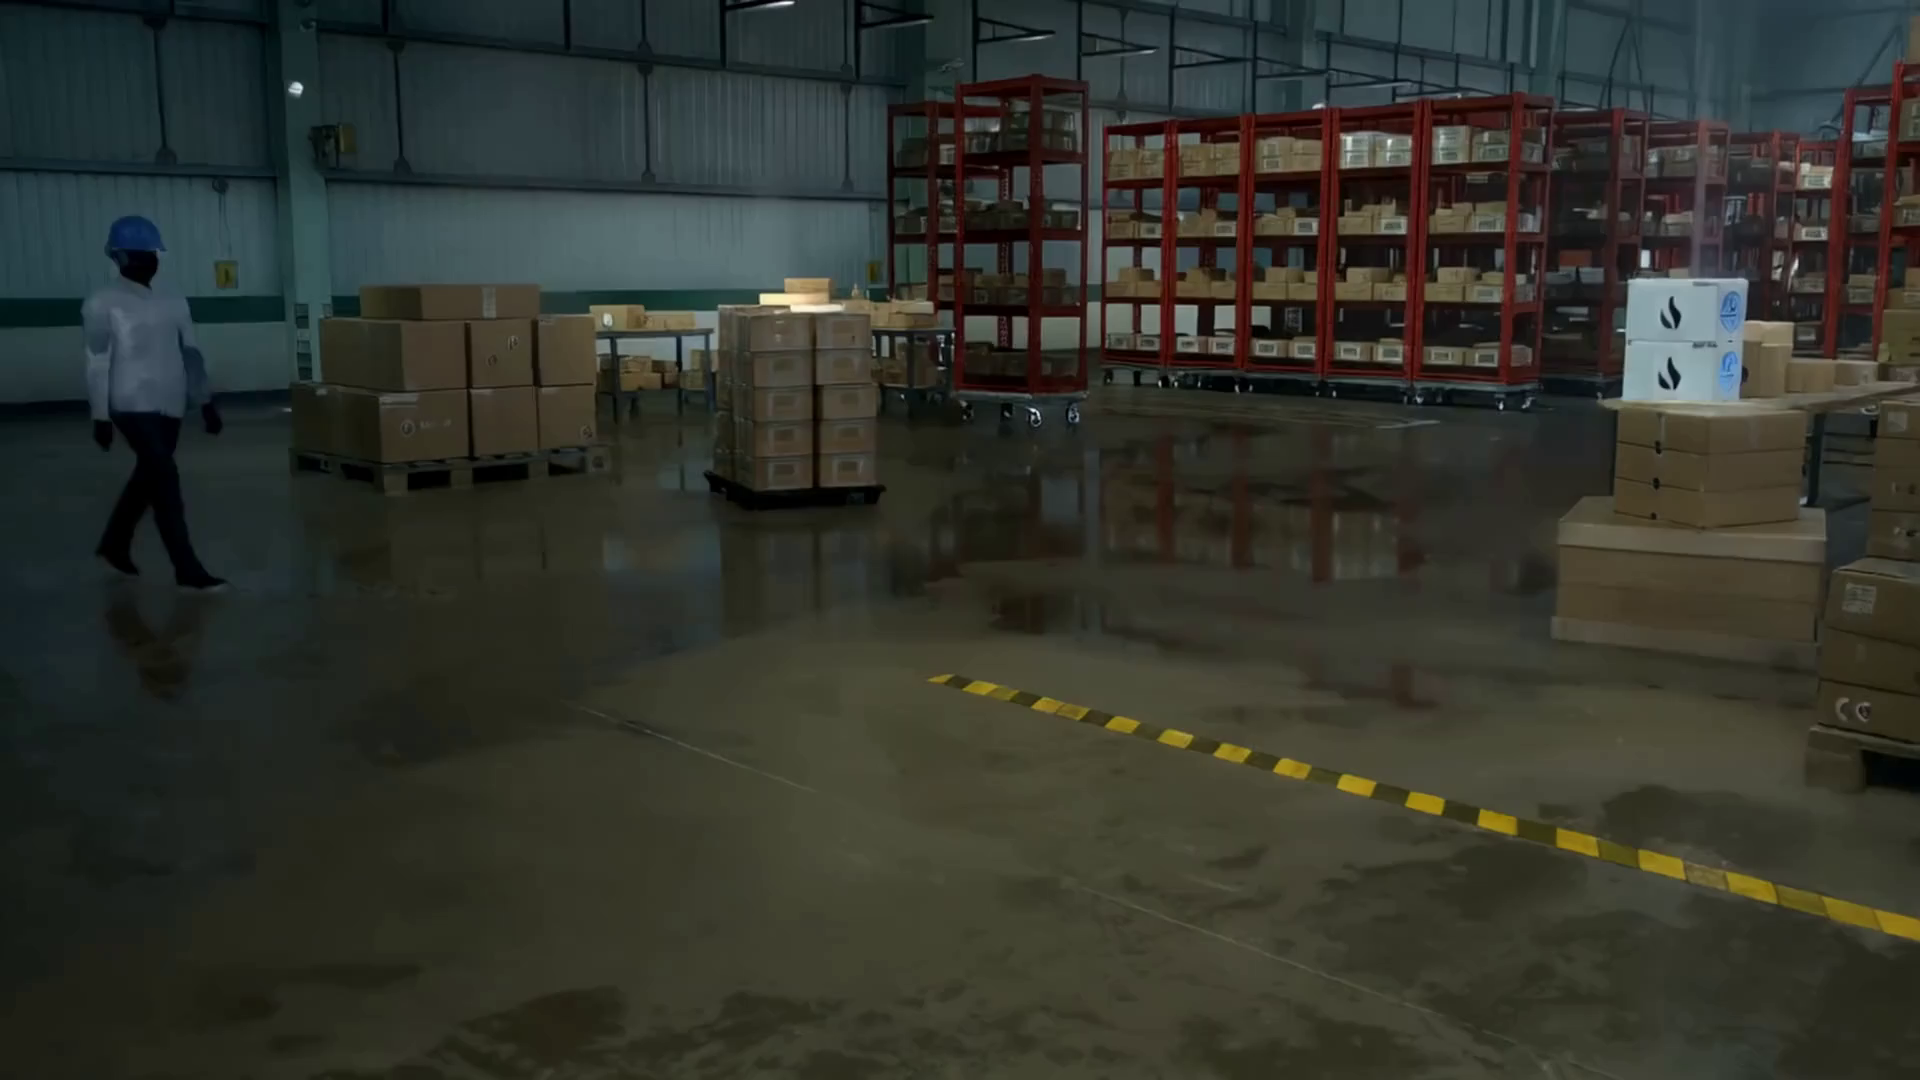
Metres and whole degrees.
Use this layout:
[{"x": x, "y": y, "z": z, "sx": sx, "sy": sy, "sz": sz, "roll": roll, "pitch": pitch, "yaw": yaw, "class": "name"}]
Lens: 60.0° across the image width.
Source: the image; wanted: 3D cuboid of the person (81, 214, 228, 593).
[{"x": -4.293, "y": -0.715, "z": 8.728, "sx": 1.001, "sy": 1.958, "sz": 0.615, "roll": 3, "pitch": 10, "yaw": 19, "class": "person"}]

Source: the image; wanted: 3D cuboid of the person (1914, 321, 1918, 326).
[{"x": 15.186, "y": -3.484, "z": 25.753, "sx": 0.858, "sy": 1.808, "sz": 0.605, "roll": -8, "pitch": 12, "yaw": -40, "class": "person"}]
